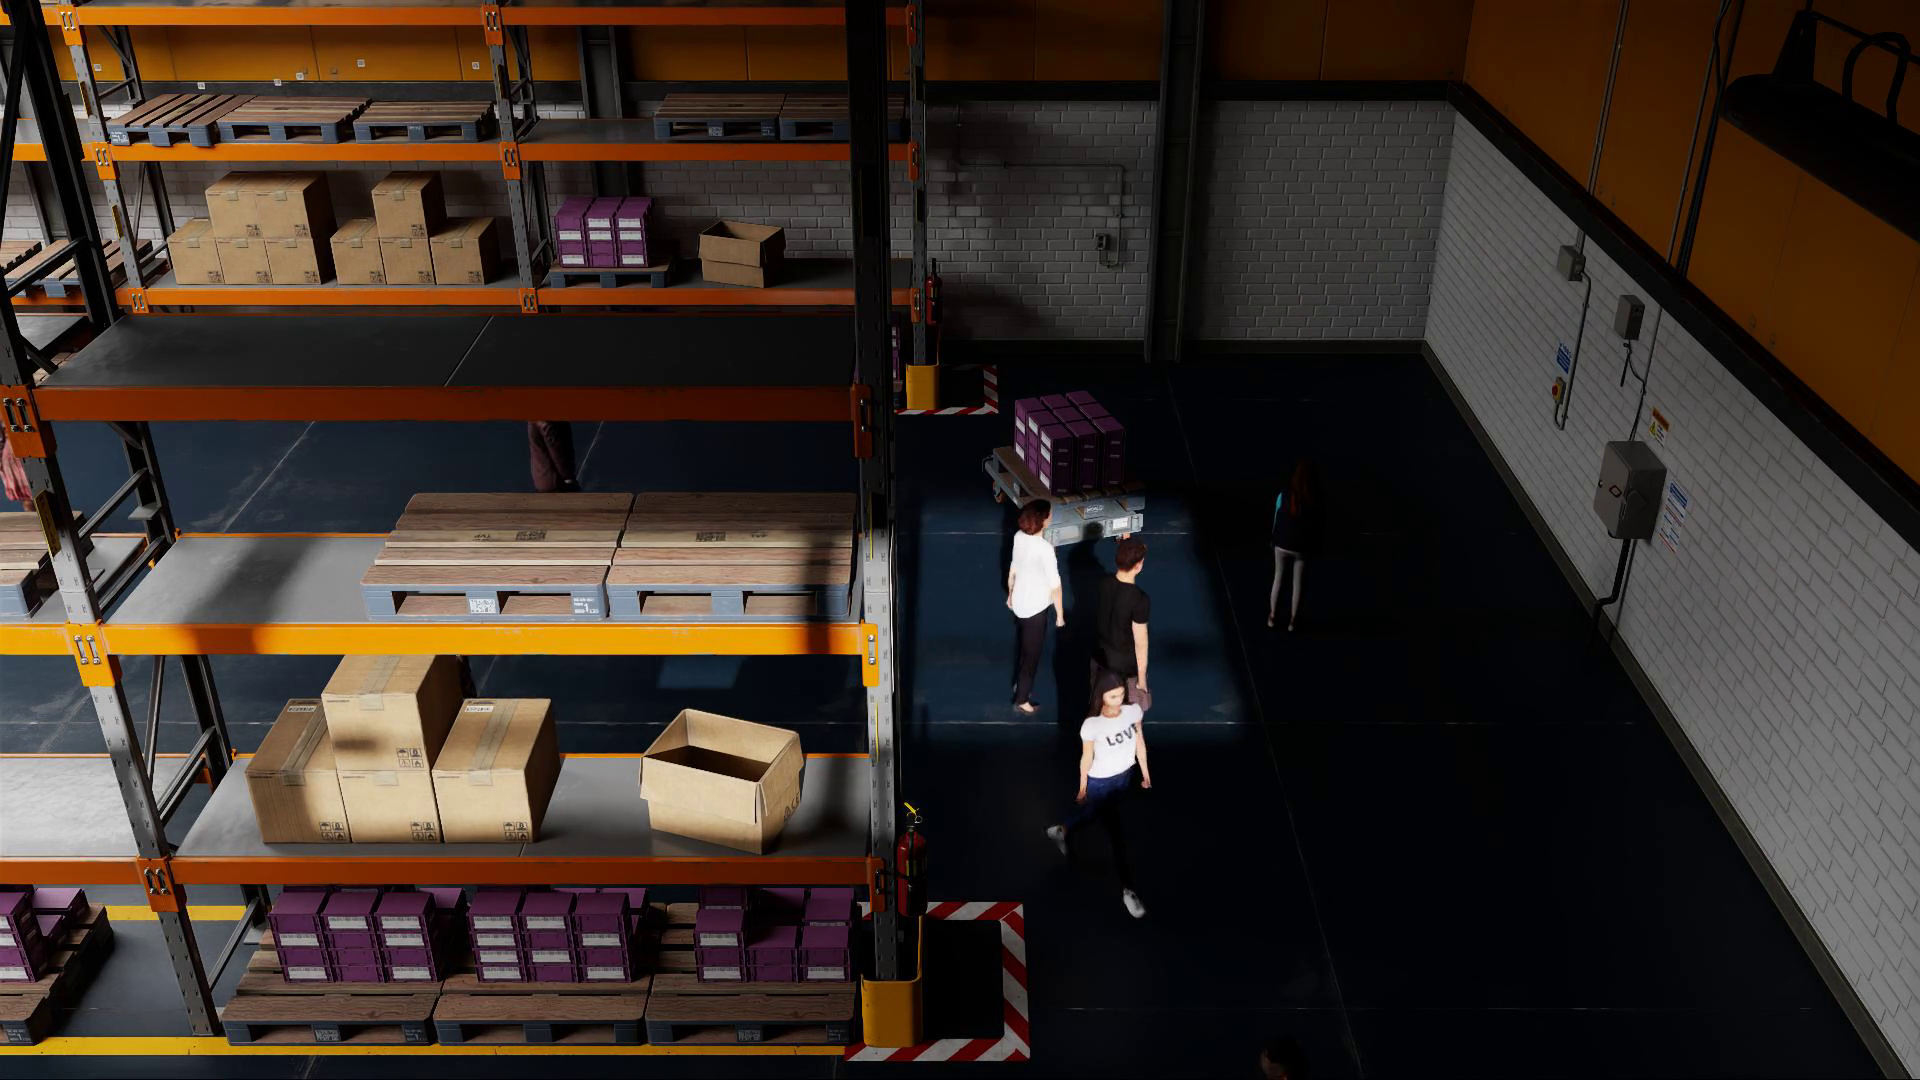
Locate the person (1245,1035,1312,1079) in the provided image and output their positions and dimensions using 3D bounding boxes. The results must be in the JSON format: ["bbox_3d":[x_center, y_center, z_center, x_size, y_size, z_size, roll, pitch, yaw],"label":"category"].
[{"bbox_3d":[1.351,2.984,7.602,0.868,1.856,0.846,4,29,8],"label":"person"}]

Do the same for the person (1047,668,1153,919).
[{"bbox_3d":[0.868,1.502,10.445,1.192,1.735,1.153,-21,35,-34],"label":"person"}]

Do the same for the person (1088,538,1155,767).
[{"bbox_3d":[1.027,0.865,11.503,0.975,1.841,0.917,-26,38,-38],"label":"person"}]

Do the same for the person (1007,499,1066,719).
[{"bbox_3d":[0.443,0.542,12.156,0.778,1.781,0.744,-17,33,-28],"label":"person"}]

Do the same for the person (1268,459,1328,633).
[{"bbox_3d":[2.694,0.040,13.374,0.615,1.497,0.708,11,30,19],"label":"person"}]
